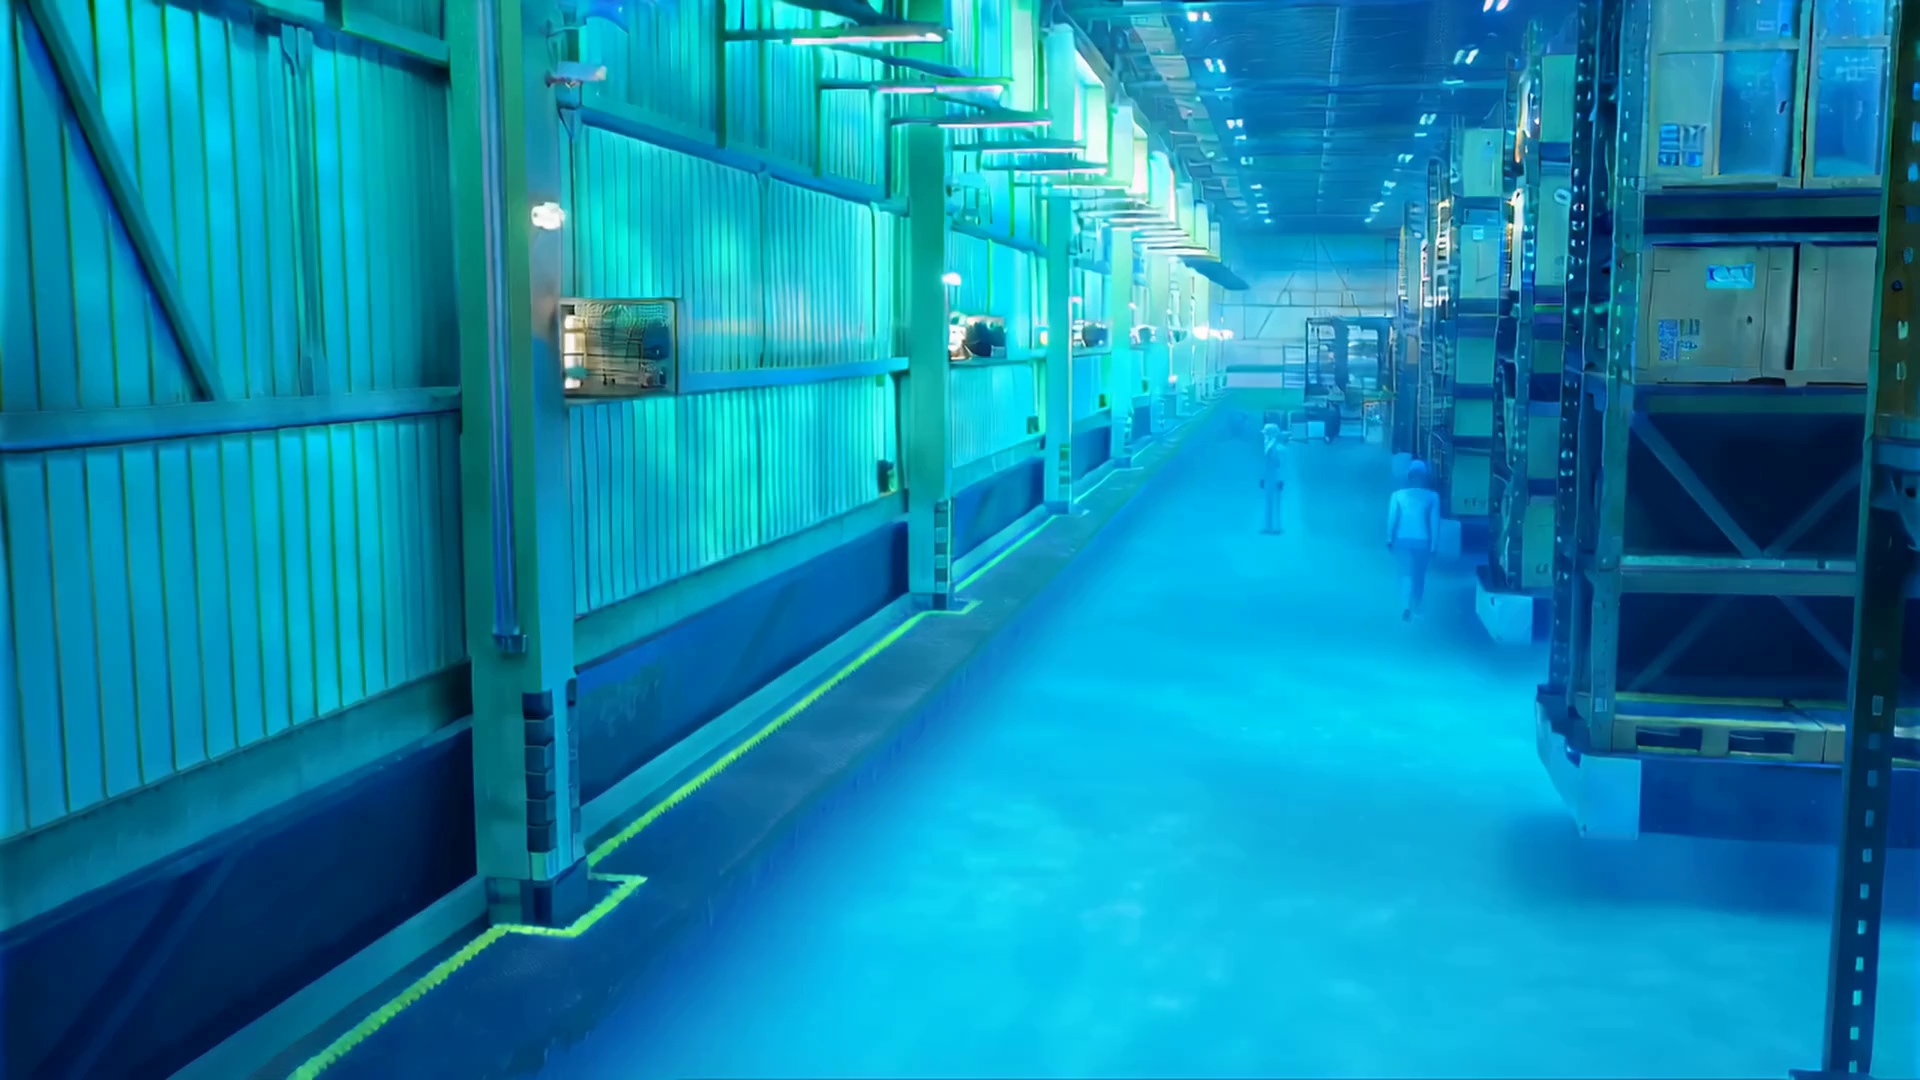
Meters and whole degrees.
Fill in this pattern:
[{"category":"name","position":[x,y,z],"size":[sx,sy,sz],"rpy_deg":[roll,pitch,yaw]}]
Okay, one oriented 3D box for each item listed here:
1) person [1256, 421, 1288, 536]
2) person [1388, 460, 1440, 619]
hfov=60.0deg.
[{"category":"person","position":[4.764,-0.943,25.418],"size":[0.339,1.748,0.573],"rpy_deg":[-3,8,-23]},{"category":"person","position":[4.928,-0.014,18.088],"size":[0.532,1.725,0.883],"rpy_deg":[2,7,14]}]
